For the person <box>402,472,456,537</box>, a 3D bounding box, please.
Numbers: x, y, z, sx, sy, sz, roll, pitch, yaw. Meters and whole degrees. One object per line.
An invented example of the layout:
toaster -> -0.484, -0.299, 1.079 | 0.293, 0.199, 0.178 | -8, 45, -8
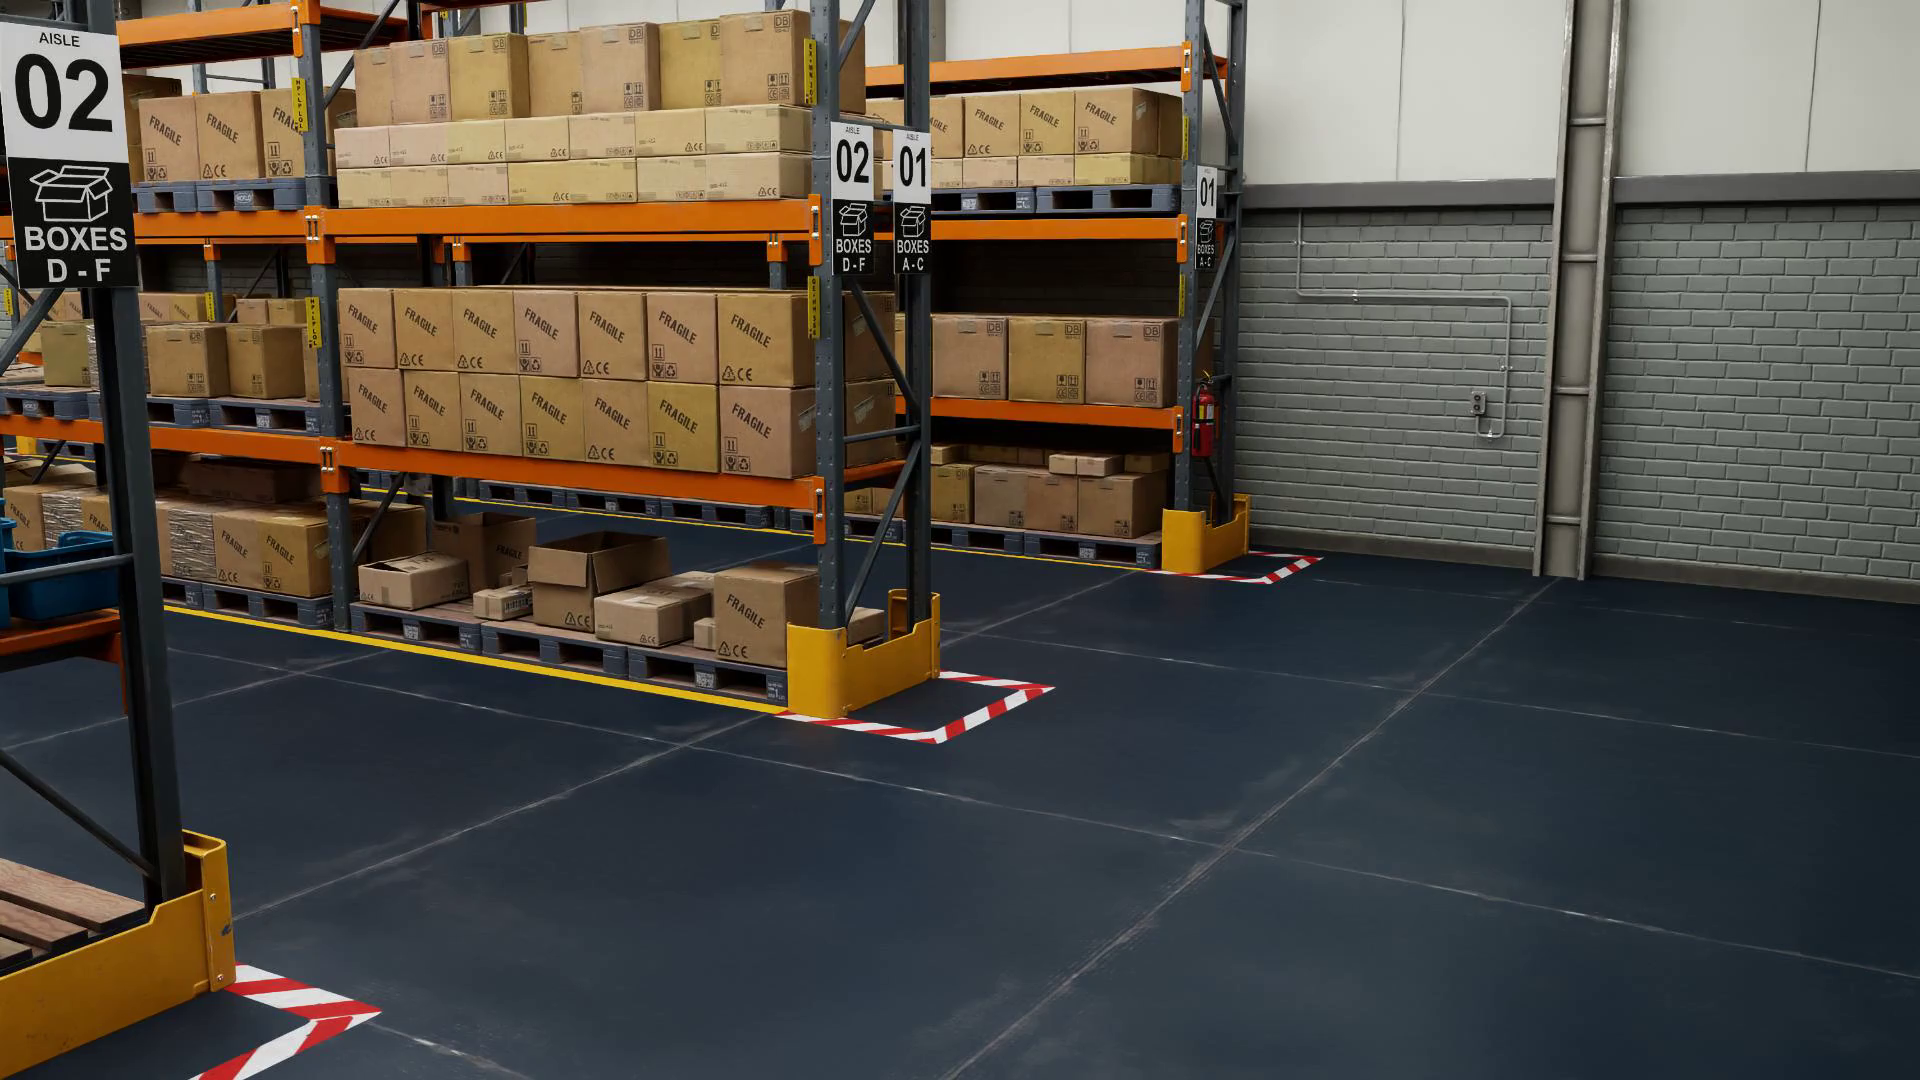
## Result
person -> -4.174, -0.705, 13.098 | 0.431, 2.038, 0.625 | 5, 11, 29

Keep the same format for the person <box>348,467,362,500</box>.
person -> -5.682, -0.987, 15.079 | 0.374, 1.917, 0.596 | 7, 12, 34

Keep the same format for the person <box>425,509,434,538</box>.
person -> -4.870, -0.948, 15.118 | 0.504, 1.838, 0.920 | -3, 10, -16
